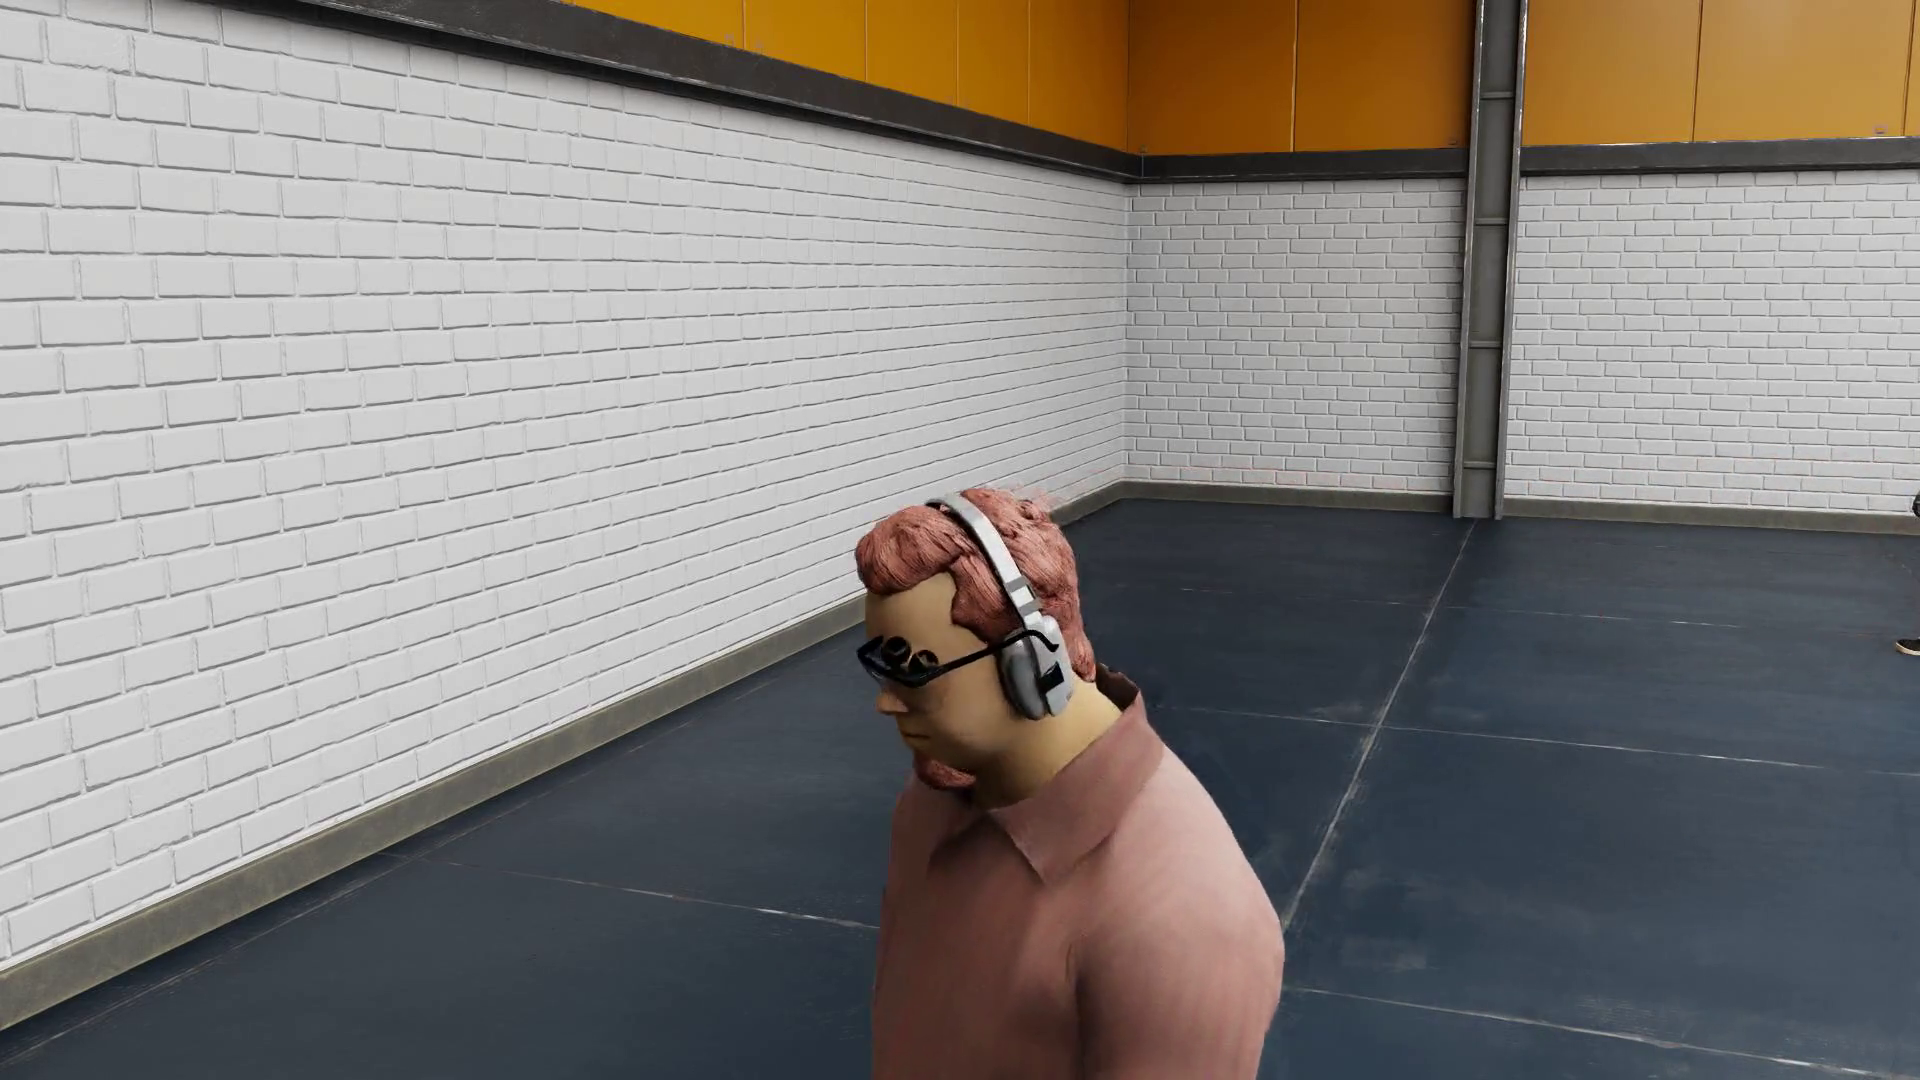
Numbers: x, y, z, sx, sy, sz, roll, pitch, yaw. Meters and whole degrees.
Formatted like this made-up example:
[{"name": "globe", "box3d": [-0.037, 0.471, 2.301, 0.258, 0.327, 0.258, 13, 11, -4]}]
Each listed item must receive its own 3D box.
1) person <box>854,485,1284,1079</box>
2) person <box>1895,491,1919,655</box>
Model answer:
[{"name": "person", "box3d": [0.015, 0.860, 1.872, 0.899, 1.850, 0.714, -4, 10, -25]}, {"name": "person", "box3d": [5.397, -0.338, 9.007, 0.602, 1.967, 0.366, -6, 11, -32]}]
